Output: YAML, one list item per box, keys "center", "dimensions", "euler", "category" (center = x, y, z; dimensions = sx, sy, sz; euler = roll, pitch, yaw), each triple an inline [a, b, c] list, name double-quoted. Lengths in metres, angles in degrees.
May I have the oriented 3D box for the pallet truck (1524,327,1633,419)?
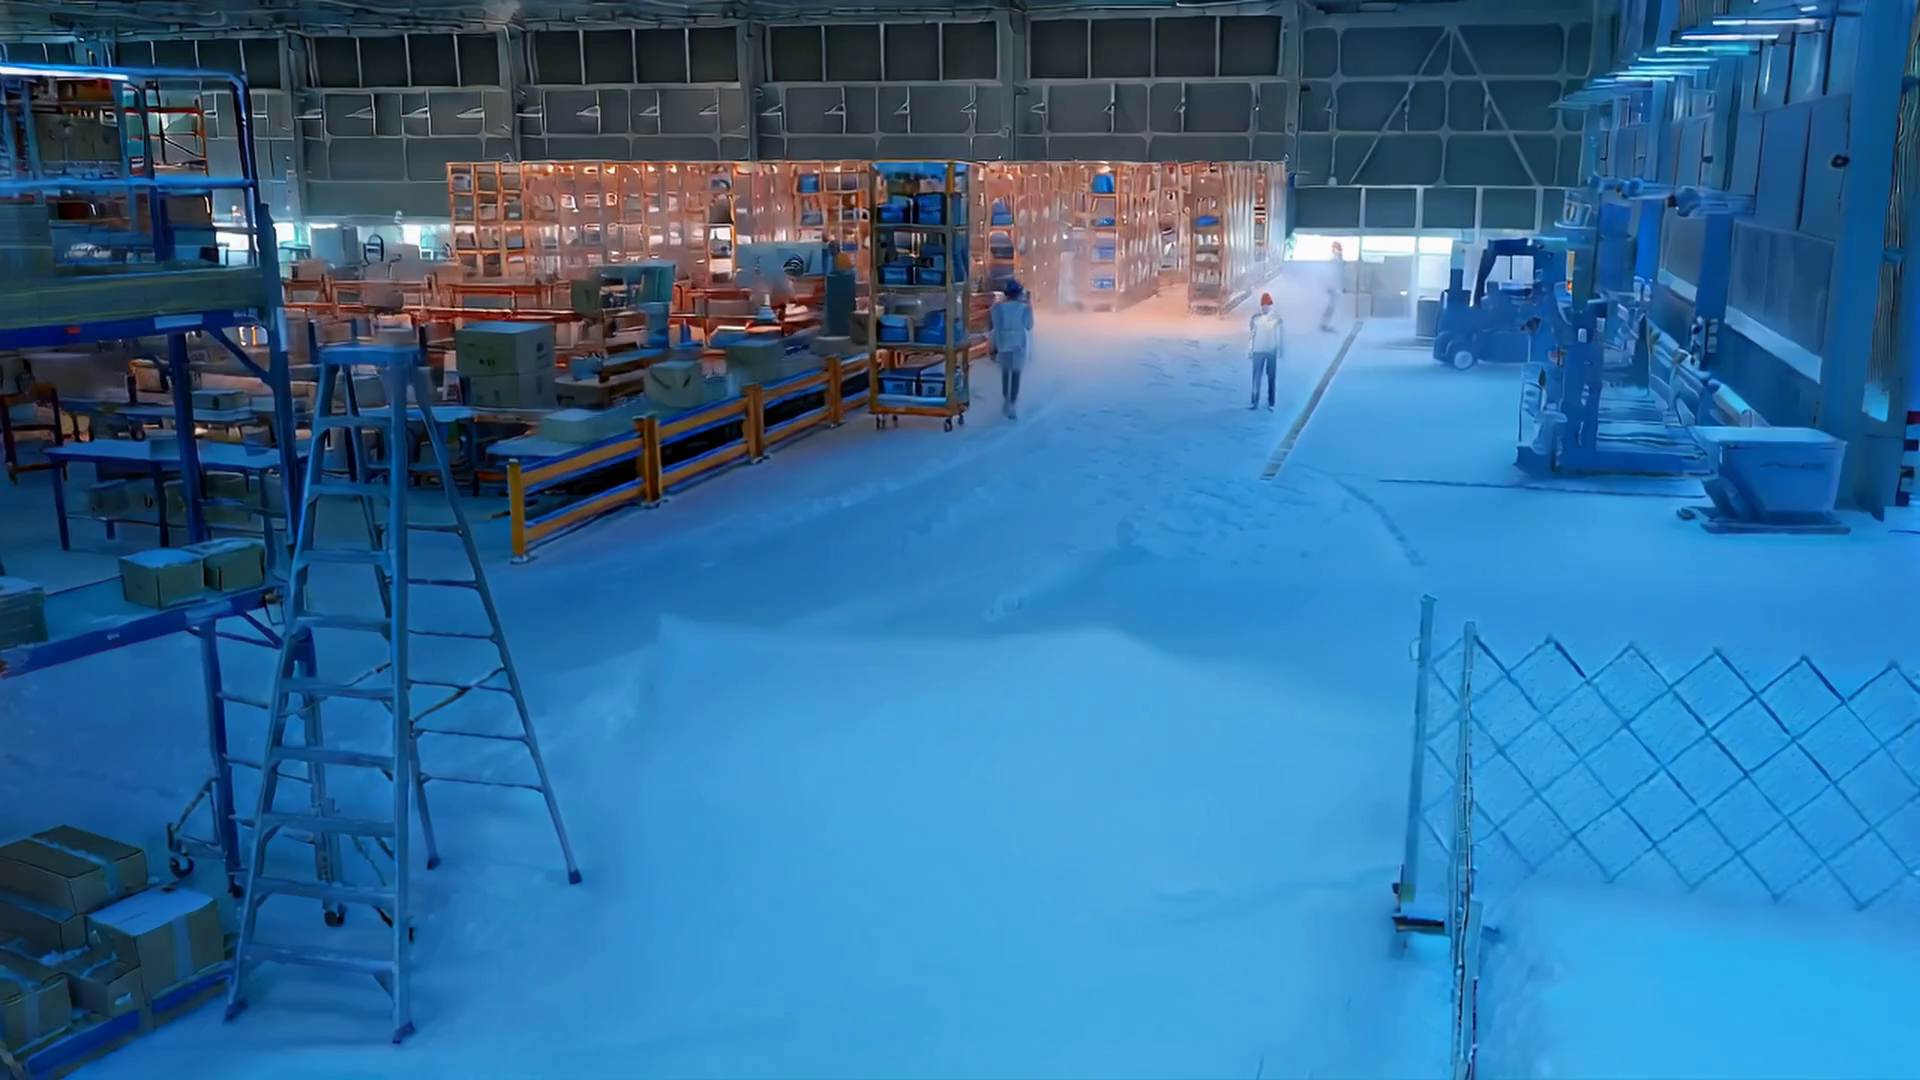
- center: [9.065, -2.460, 24.370]
  dimensions: [1.522, 1.261, 0.704]
  euler: [3, 13, 14]
  category: "pallet truck"

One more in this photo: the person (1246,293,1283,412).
- center: [4.524, -2.780, 24.716]
  dimensions: [0.533, 1.767, 0.323]
  euler: [6, 15, 26]
  category: "person"

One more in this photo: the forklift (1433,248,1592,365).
- center: [9.780, -4.111, 29.280]
  dimensions: [2.680, 1.987, 1.157]
  euler: [3, 13, 14]
  category: "forklift"

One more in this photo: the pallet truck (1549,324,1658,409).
- center: [9.824, -2.669, 25.407]
  dimensions: [1.601, 1.201, 0.680]
  euler: [4, 14, 16]
  category: "pallet truck"

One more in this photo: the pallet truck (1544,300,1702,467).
- center: [8.263, -1.952, 20.631]
  dimensions: [1.885, 1.965, 0.823]
  euler: [5, 14, 20]
  category: "pallet truck"

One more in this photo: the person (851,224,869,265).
- center: [-2.990, -8.557, 49.552]
  dimensions: [0.599, 1.817, 0.403]
  euler: [-4, 14, -17]
  category: "person"

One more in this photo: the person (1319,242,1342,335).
- center: [7.954, -5.368, 35.504]
  dimensions: [0.383, 1.951, 0.688]
  euler: [0, 13, 2]
  category: "person"

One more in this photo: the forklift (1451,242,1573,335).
- center: [10.464, -4.597, 31.405]
  dimensions: [2.680, 1.987, 1.157]
  euler: [4, 14, 16]
  category: "forklift"

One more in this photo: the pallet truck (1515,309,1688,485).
- center: [7.554, -1.677, 19.446]
  dimensions: [1.885, 1.965, 0.823]
  euler: [3, 13, 14]
  category: "pallet truck"

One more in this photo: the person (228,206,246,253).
- center: [-26.341, -11.210, 60.685]
  dimensions: [0.629, 1.977, 0.674]
  euler: [-4, 14, -16]
  category: "person"

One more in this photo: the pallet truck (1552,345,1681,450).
- center: [8.641, -1.896, 21.908]
  dimensions: [1.630, 1.274, 0.653]
  euler: [4, 14, 16]
  category: "pallet truck"

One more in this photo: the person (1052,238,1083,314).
- center: [2.564, -6.304, 39.810]
  dimensions: [0.630, 1.829, 0.565]
  euler: [3, 13, 14]
  category: "person"

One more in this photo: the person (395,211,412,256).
- center: [-21.175, -11.529, 62.598]
  dimensions: [0.822, 1.726, 0.554]
  euler: [-4, 14, -17]
  category: "person"

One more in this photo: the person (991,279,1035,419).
- center: [0.781, -2.820, 24.378]
  dimensions: [0.633, 1.993, 1.015]
  euler: [1, 13, 5]
  category: "person"
